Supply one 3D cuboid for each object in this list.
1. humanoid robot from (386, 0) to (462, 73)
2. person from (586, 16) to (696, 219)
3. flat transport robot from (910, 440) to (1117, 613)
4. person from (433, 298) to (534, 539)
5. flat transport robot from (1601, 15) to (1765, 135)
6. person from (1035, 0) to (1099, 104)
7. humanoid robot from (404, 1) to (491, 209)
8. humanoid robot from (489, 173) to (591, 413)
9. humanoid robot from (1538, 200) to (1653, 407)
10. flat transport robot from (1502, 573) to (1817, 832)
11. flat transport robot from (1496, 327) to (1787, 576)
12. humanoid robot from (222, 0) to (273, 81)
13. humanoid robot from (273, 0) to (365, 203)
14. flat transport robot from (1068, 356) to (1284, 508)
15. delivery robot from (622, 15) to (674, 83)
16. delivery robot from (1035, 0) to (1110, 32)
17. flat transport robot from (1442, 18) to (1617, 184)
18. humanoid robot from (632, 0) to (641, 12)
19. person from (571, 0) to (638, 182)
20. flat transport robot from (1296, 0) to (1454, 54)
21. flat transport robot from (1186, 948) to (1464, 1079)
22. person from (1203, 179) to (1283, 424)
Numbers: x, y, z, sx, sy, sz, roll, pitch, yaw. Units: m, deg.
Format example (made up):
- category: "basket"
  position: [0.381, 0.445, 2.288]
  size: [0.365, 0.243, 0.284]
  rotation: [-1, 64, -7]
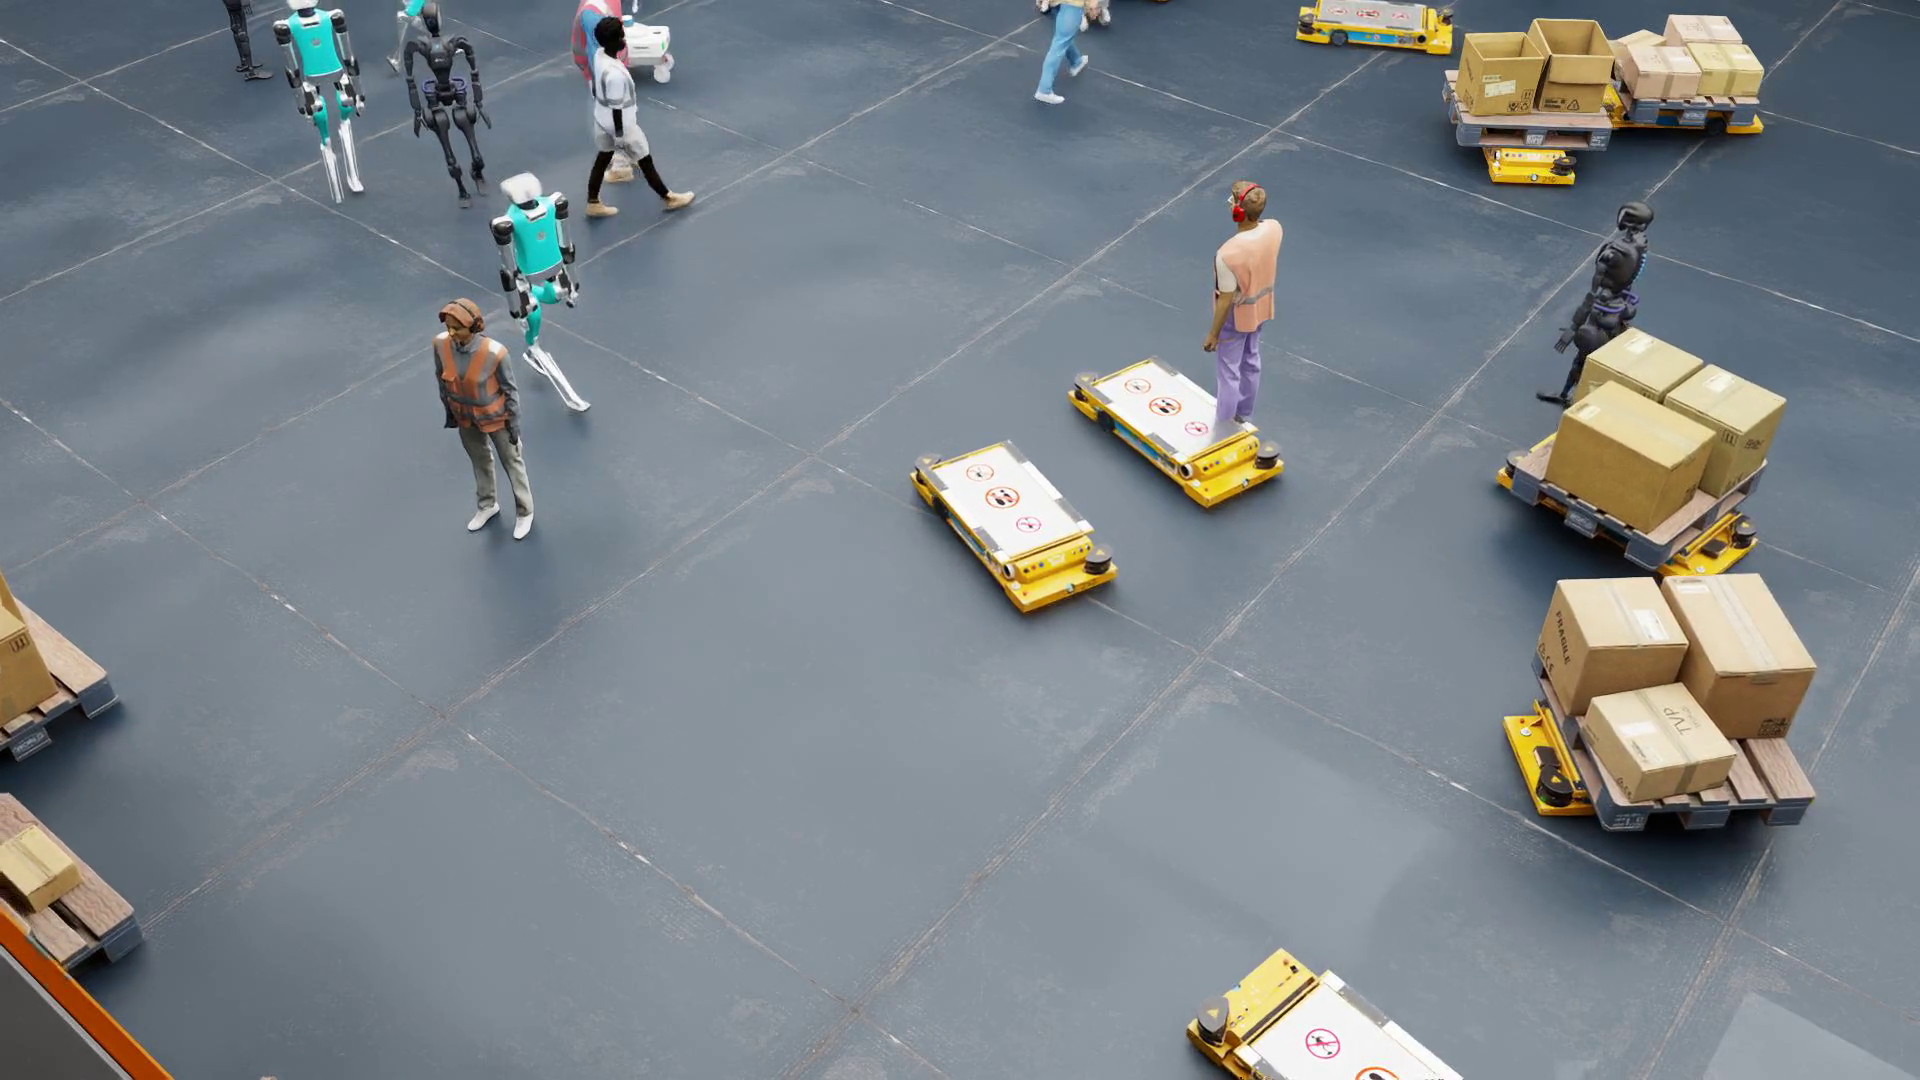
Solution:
- category: "humanoid robot"
  position: [-4.980, -5.091, 14.970]
  size: [0.943, 1.807, 0.548]
  rotation: [-23, 45, -24]
- category: "person"
  position: [-2.589, -3.250, 12.831]
  size: [0.874, 1.646, 0.531]
  rotation: [-17, 43, -19]
- category: "flat transport robot"
  position: [0.307, -0.134, 10.236]
  size: [0.659, 0.231, 1.431]
  rotation: [-20, 44, -22]
- category: "person"
  position: [-2.823, -0.721, 9.864]
  size: [0.514, 1.642, 0.309]
  rotation: [12, 42, 13]
- category: "flat transport robot"
  position: [6.214, -3.799, 14.547]
  size: [1.431, 0.231, 0.659]
  rotation: [3, 40, 3]
- category: "person"
  position: [0.949, -4.748, 14.569]
  size: [0.526, 1.666, 0.937]
  rotation: [30, 49, 31]
- category: "humanoid robot"
  position: [-3.992, -3.381, 12.969]
  size: [0.590, 1.642, 0.346]
  rotation: [-12, 42, -14]
- category: "humanoid robot"
  position: [-2.844, -1.674, 10.938]
  size: [0.553, 1.749, 1.034]
  rotation: [-31, 49, -32]
- category: "humanoid robot"
  position: [4.097, -1.429, 10.696]
  size: [0.589, 1.646, 0.601]
  rotation: [-29, 48, -30]
- category: "flat transport robot"
  position: [3.668, 1.128, 8.751]
  size: [1.431, 0.231, 0.659]
  rotation: [-2, 40, -2]
- category: "flat transport robot"
  position: [4.141, -0.228, 10.346]
  size: [0.659, 0.231, 1.431]
  rotation: [-29, 48, -30]
- category: "humanoid robot"
  position: [-6.500, -4.961, 14.816]
  size: [0.315, 1.657, 0.599]
  rotation: [-21, 45, -23]
- category: "humanoid robot"
  position: [-4.985, -3.506, 13.100]
  size: [0.535, 1.839, 0.706]
  rotation: [-18, 43, -20]
- category: "flat transport robot"
  position: [1.405, -0.756, 10.967]
  size: [0.659, 0.231, 1.431]
  rotation: [-24, 46, -26]
- category: "delivery robot"
  position: [-3.009, -4.455, 15.104]
  size: [0.801, 0.602, 0.499]
  rotation: [0, 40, 0]
- category: "delivery robot"
  position: [1.132, -5.305, 16.090]
  size: [0.499, 0.586, 0.765]
  rotation: [-23, 45, -24]
- category: "flat transport robot"
  position: [4.757, -3.443, 14.128]
  size: [0.659, 0.231, 1.431]
  rotation: [3, 40, 3]
- category: "humanoid robot"
  position: [-3.216, -5.984, 16.000]
  size: [0.530, 1.800, 0.793]
  rotation: [16, 43, 18]
- category: "person"
  position: [-2.860, -3.770, 13.312]
  size: [0.431, 1.836, 0.628]
  rotation: [1, 40, 1]
- category: "flat transport robot"
  position: [3.958, -4.910, 15.854]
  size: [1.431, 0.231, 0.659]
  rotation: [9, 41, 10]
- category: "flat transport robot"
  position: [1.737, 2.402, 7.252]
  size: [0.659, 0.231, 1.431]
  rotation: [-30, 48, -30]
- category: "person"
  position: [1.766, -1.399, 10.509]
  size: [0.397, 1.843, 0.563]
  rotation: [33, 50, 32]
